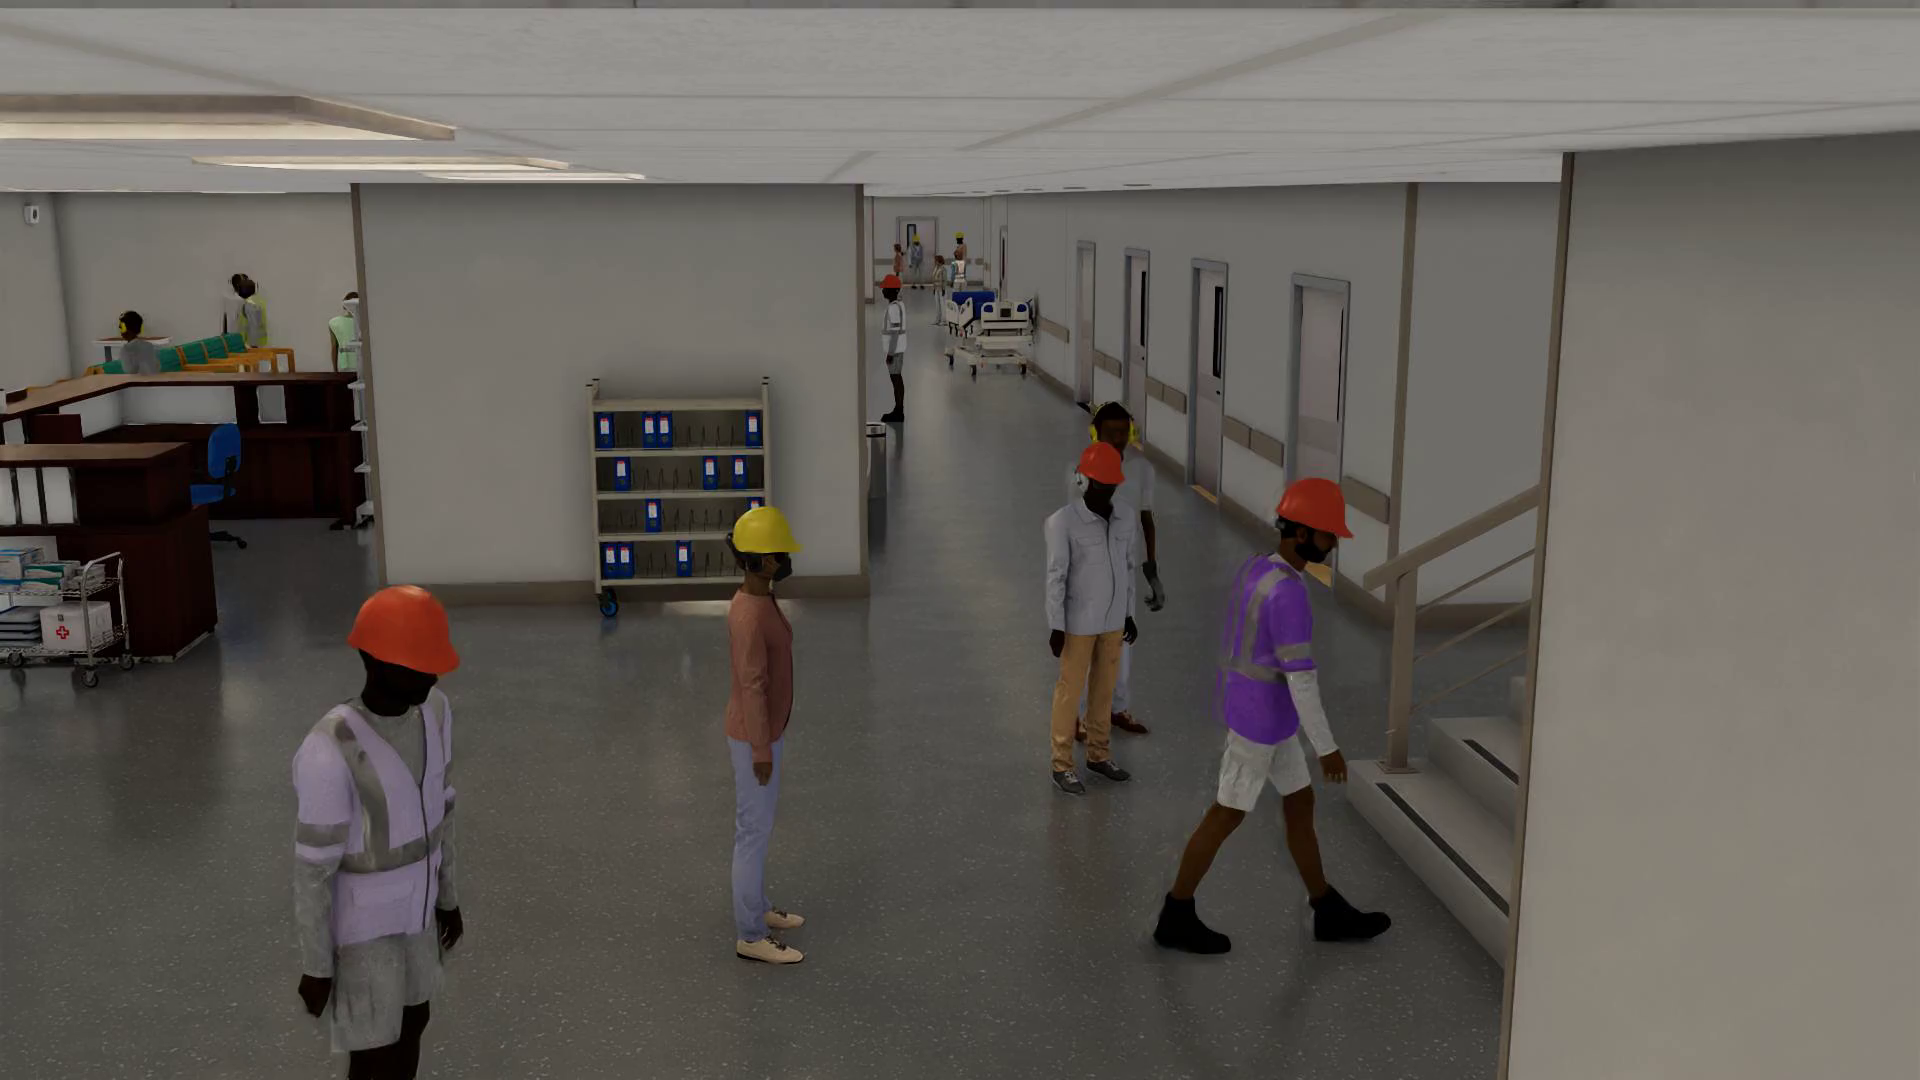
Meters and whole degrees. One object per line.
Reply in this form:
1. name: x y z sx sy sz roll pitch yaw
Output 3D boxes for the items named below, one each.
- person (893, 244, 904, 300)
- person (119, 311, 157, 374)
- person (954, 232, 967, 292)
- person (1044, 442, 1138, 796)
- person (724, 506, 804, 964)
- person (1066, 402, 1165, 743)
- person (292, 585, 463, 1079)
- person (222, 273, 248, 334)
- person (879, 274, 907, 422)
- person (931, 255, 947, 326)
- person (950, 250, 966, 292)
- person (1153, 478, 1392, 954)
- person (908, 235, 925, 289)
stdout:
1. person: -1.798 -7.814 48.528 0.314 1.641 0.515 1 12 2
2. person: -8.022 -1.313 16.284 0.455 1.840 0.521 3 12 14
3. person: 0.029 -8.482 51.101 0.383 1.923 0.588 -3 12 -15
4. person: 0.671 0.378 8.225 0.572 1.747 0.343 -9 14 -37
5. person: -0.750 0.741 6.420 0.311 1.768 0.532 -1 12 -3
6. person: 0.822 0.171 9.011 0.559 1.858 0.397 -3 12 -14
7. person: -1.579 1.047 4.599 0.500 1.905 0.638 4 12 17
8. person: -10.528 -2.980 24.409 0.572 1.837 0.451 4 12 19
9. person: -0.889 -2.522 21.941 0.360 1.939 0.543 1 12 5
10. person: -0.466 -5.832 38.848 0.312 1.638 0.512 -6 13 -29
11. person: -0.043 -6.542 42.314 0.308 1.641 0.514 11 16 43
12. person: 1.200 0.692 6.402 0.934 1.879 0.579 2 12 9
13. person: -1.398 -9.104 54.534 0.616 1.763 0.858 -4 12 -20
